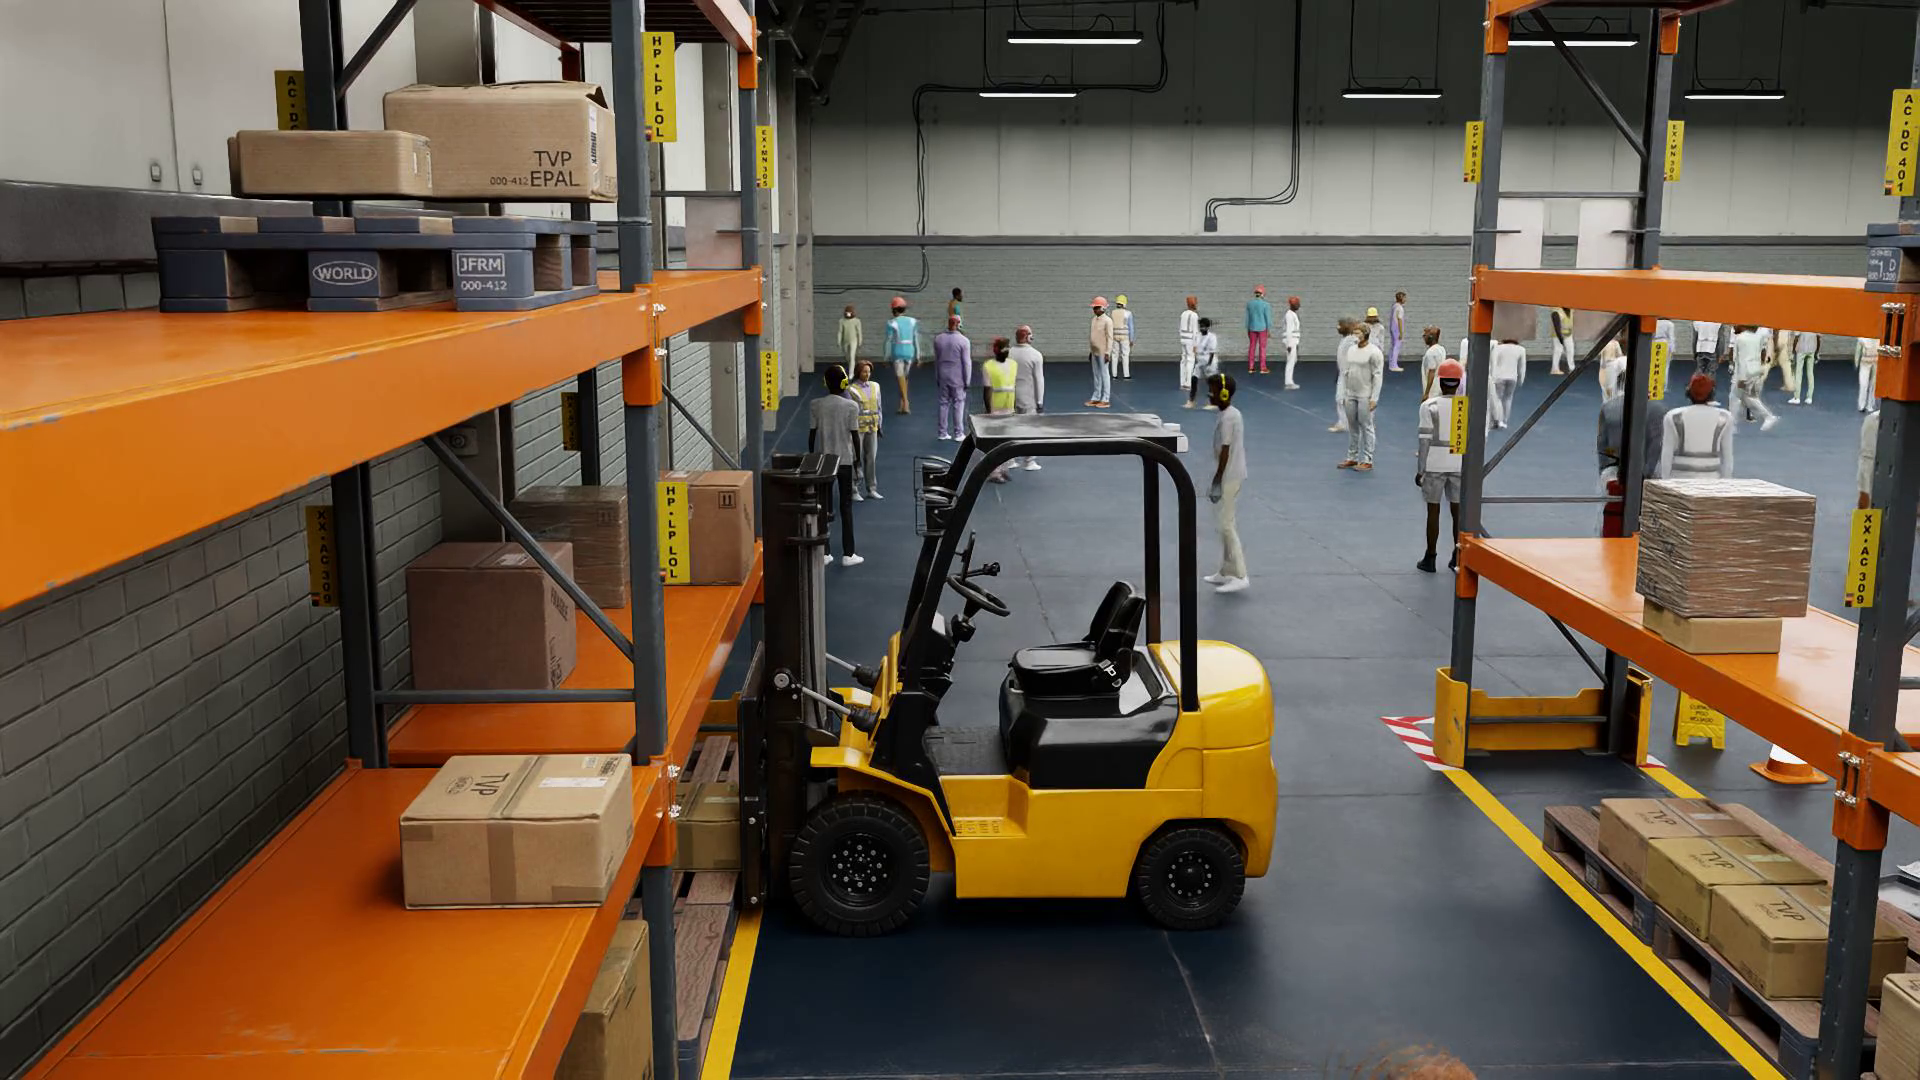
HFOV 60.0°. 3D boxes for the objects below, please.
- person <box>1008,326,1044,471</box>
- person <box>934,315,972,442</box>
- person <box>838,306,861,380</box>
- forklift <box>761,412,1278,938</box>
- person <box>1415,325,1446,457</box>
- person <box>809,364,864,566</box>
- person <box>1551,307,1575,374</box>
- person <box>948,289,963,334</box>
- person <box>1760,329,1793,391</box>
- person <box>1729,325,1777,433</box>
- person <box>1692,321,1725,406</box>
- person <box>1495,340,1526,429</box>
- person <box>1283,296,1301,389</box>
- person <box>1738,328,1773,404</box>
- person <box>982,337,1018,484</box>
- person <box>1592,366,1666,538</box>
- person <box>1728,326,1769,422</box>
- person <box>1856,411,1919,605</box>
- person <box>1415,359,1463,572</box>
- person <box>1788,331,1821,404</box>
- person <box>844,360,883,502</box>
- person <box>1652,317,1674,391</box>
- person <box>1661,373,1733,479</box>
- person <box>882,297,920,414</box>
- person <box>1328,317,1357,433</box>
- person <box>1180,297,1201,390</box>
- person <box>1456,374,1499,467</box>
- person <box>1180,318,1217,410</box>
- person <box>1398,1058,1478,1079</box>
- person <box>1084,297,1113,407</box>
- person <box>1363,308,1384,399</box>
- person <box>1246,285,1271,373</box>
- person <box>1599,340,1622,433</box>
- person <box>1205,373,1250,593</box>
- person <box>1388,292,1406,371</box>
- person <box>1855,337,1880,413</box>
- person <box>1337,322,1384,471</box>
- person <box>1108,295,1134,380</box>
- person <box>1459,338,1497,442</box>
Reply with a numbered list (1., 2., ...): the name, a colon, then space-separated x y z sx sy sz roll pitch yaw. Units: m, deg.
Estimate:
1. person: 0.827 -1.860 21.839 0.642 1.899 0.394 6 12 31
2. person: -0.086 -2.427 24.989 0.644 1.900 0.399 7 12 33
3. person: -2.393 -4.333 36.406 0.494 1.605 0.752 2 10 13
4. forklift: 0.291 0.548 7.580 2.313 2.155 1.214 0 10 -2
5. person: 6.541 -2.051 23.038 0.324 1.842 0.514 7 12 34
6. person: -1.150 -0.691 15.390 0.532 1.868 0.310 3 11 16
7. person: 13.560 -4.568 37.250 0.683 1.785 0.810 -3 11 -17
8. person: -0.092 -4.991 39.344 0.384 1.883 0.703 -2 10 -12
9. person: 16.398 -4.015 33.429 0.863 2.000 0.699 9 14 41
10. person: 12.291 -2.577 25.864 0.754 1.886 0.647 9 13 40
11. person: 13.667 -3.408 30.385 0.392 1.920 0.588 -8 13 -39
12. person: 8.704 -2.560 26.483 0.570 1.616 0.483 1 10 4
13. person: 6.774 -4.024 33.923 0.351 1.883 0.595 4 11 19
14. person: 14.638 -3.452 30.633 0.584 1.918 0.381 3 10 14
15. person: 0.514 -1.599 20.560 0.591 1.826 0.476 -9 14 -42
16. person: 6.006 -0.629 14.983 0.857 1.912 0.639 -10 14 -43
17. person: 13.062 -2.928 27.581 0.605 1.966 0.367 1 10 8
18. person: 7.684 -0.421 13.677 0.616 1.946 0.403 -1 10 -5
19. person: 4.397 -0.671 15.082 0.551 1.936 0.357 -1 10 -3
20. person: 15.637 -3.453 30.773 0.526 1.871 0.324 1 10 3
21. person: -1.116 -1.262 19.238 0.508 1.631 0.310 -9 13 -40
22. person: 13.917 -3.786 33.082 0.511 1.697 0.728 5 11 24
23. person: 6.413 -0.526 14.496 0.592 1.862 0.751 3 11 17
24. person: -1.079 -3.211 29.015 0.650 2.011 0.843 -7 12 -33
25. person: 6.062 -2.571 25.976 0.496 1.827 0.515 0 10 2
26. person: 4.639 -3.964 33.587 0.358 1.882 0.574 -4 11 -22
27. person: 6.422 -1.501 20.649 0.862 1.587 0.545 -10 14 -43
28. person: 4.230 -3.092 29.352 0.791 1.647 0.573 -6 12 -32
29. person: 0.822 1.649 3.068 0.297 1.611 0.709 -2 10 -11
30. person: 2.529 -3.400 30.124 0.378 1.996 0.611 -6 12 -29
31. person: 7.806 -3.540 31.610 0.487 1.744 0.296 0 10 2
32. person: 6.825 -4.806 37.975 0.609 1.991 0.384 7 12 34
33. person: 9.502 -2.297 24.200 0.389 1.923 0.549 5 11 24
34. person: 2.325 -0.505 14.367 0.412 1.866 0.671 3 11 16
35. person: 10.118 -4.814 38.463 0.341 1.838 0.501 -1 10 -5
36. person: 15.932 -3.006 29.048 0.518 1.589 0.890 4 11 22
37. person: 5.240 -1.872 21.769 0.361 1.938 0.635 -6 12 -29
38. person: 3.478 -4.360 35.927 0.589 1.834 0.403 5 11 26
39. person: 7.723 -2.392 24.850 0.577 1.878 0.342 -1 10 -8
